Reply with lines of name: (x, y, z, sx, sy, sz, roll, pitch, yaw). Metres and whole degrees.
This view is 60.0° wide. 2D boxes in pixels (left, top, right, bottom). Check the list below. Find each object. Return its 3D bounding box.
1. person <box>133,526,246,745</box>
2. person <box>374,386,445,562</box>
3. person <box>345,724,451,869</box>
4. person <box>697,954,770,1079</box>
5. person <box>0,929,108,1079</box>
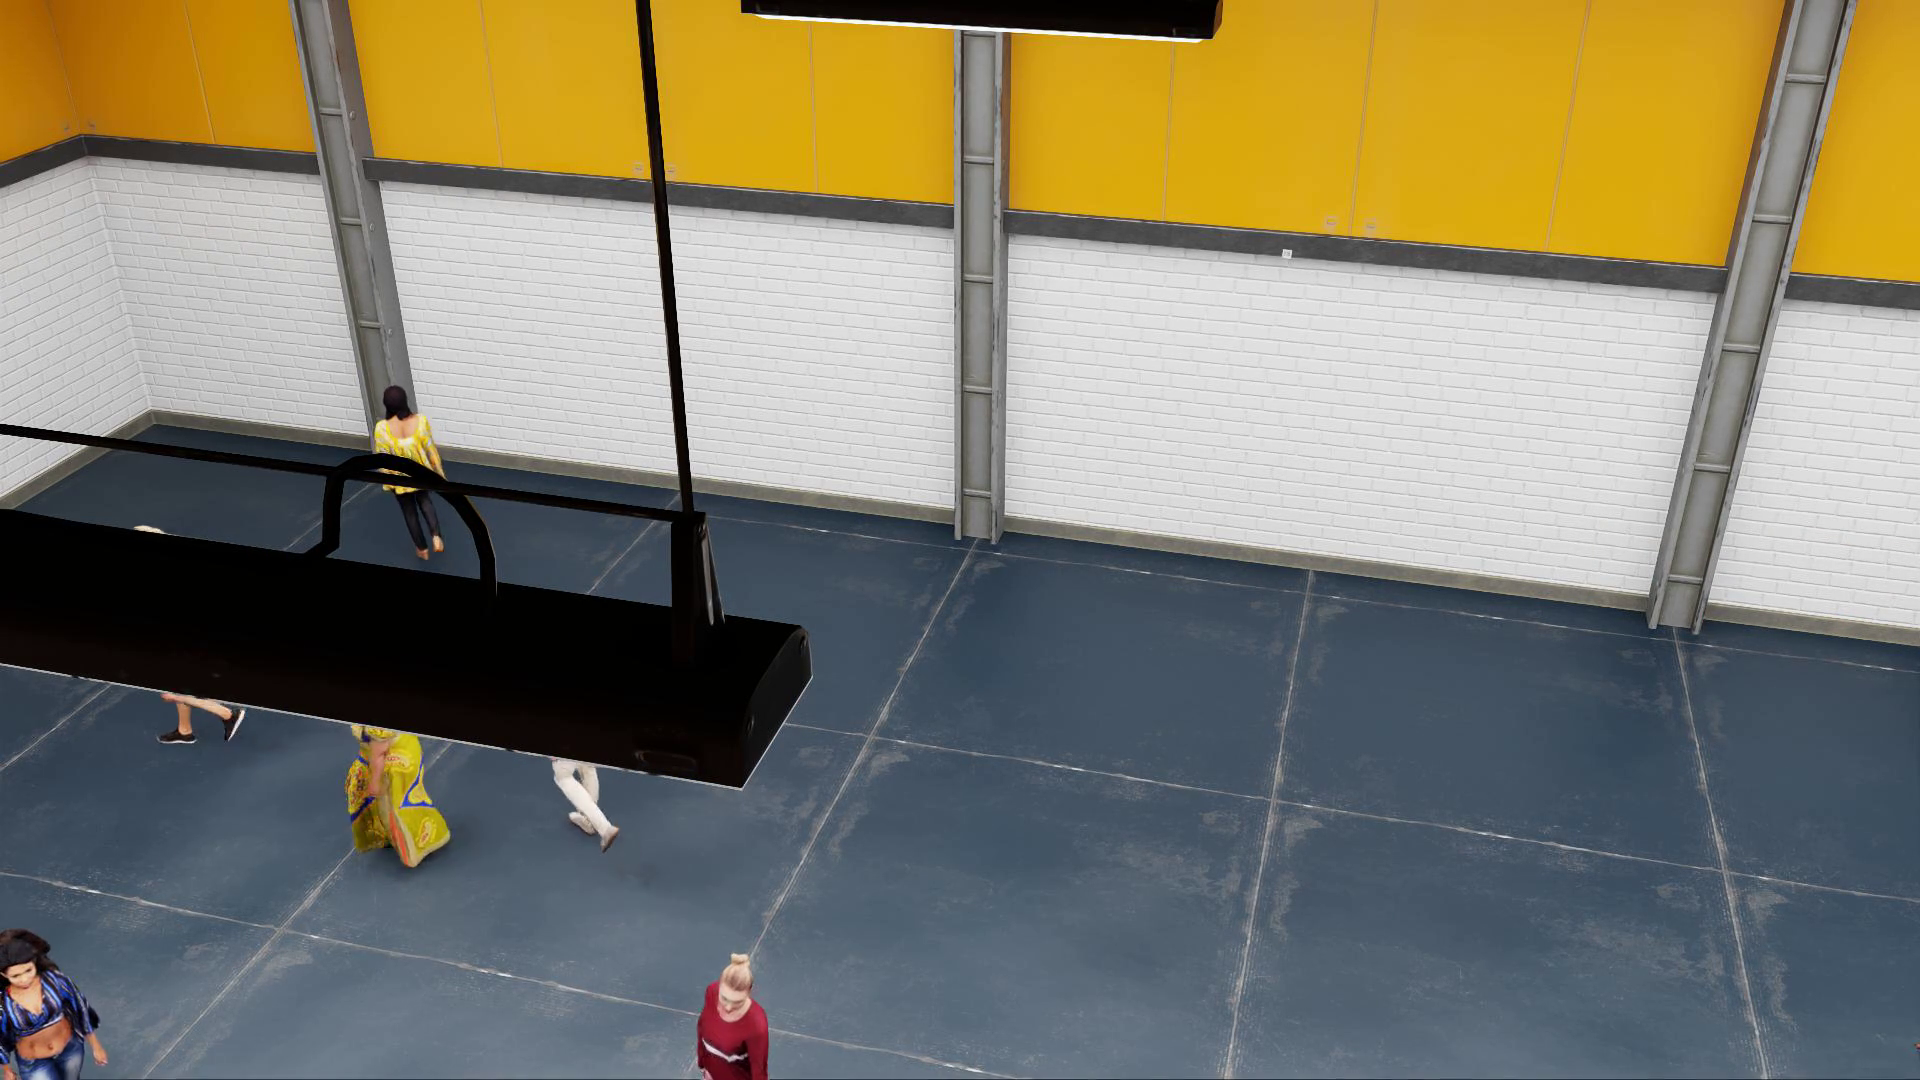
person: (-5.624, 0.708, 11.997, 1.011, 1.832, 0.773, -1, 29, -2)
person: (-4.769, -0.529, 14.464, 0.877, 1.641, 0.932, -17, 33, -28)
person: (-3.688, 1.438, 10.894, 1.093, 1.617, 1.044, -5, 29, -9)
person: (-1.132, 2.712, 8.486, 0.704, 1.676, 0.799, 22, 36, 35)
person: (-4.761, 2.663, 8.681, 1.142, 1.576, 0.970, 25, 37, 38)
